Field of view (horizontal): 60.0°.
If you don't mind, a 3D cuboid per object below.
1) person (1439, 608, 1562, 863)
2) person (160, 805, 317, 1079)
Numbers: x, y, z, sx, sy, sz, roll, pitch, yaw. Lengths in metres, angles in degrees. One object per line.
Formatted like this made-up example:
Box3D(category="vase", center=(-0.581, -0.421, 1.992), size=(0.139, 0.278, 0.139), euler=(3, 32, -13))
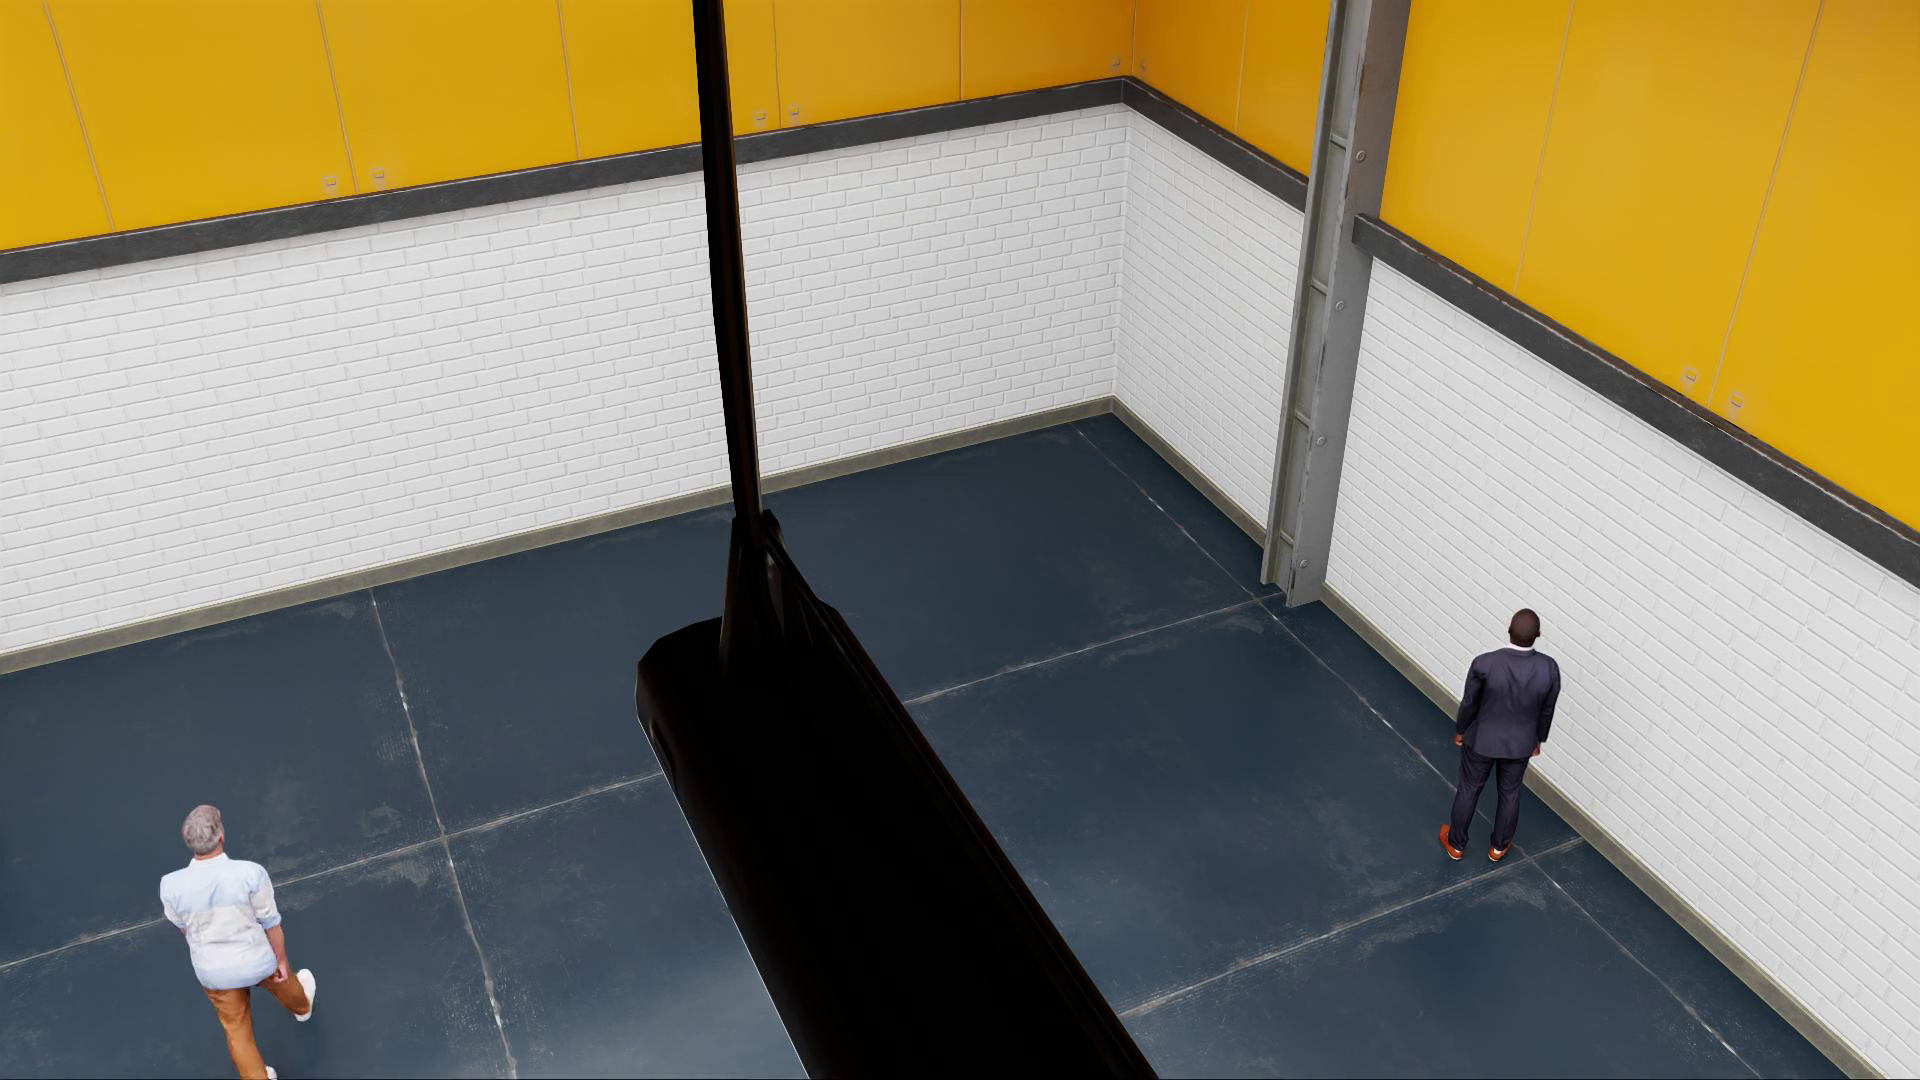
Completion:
Box3D(category="person", center=(3.166, 1.158, 9.742), size=(0.791, 1.824, 0.811), euler=(5, 34, 8))
Box3D(category="person", center=(-3.612, 2.145, 8.289), size=(0.799, 1.790, 1.101), euler=(-9, 35, -13))
